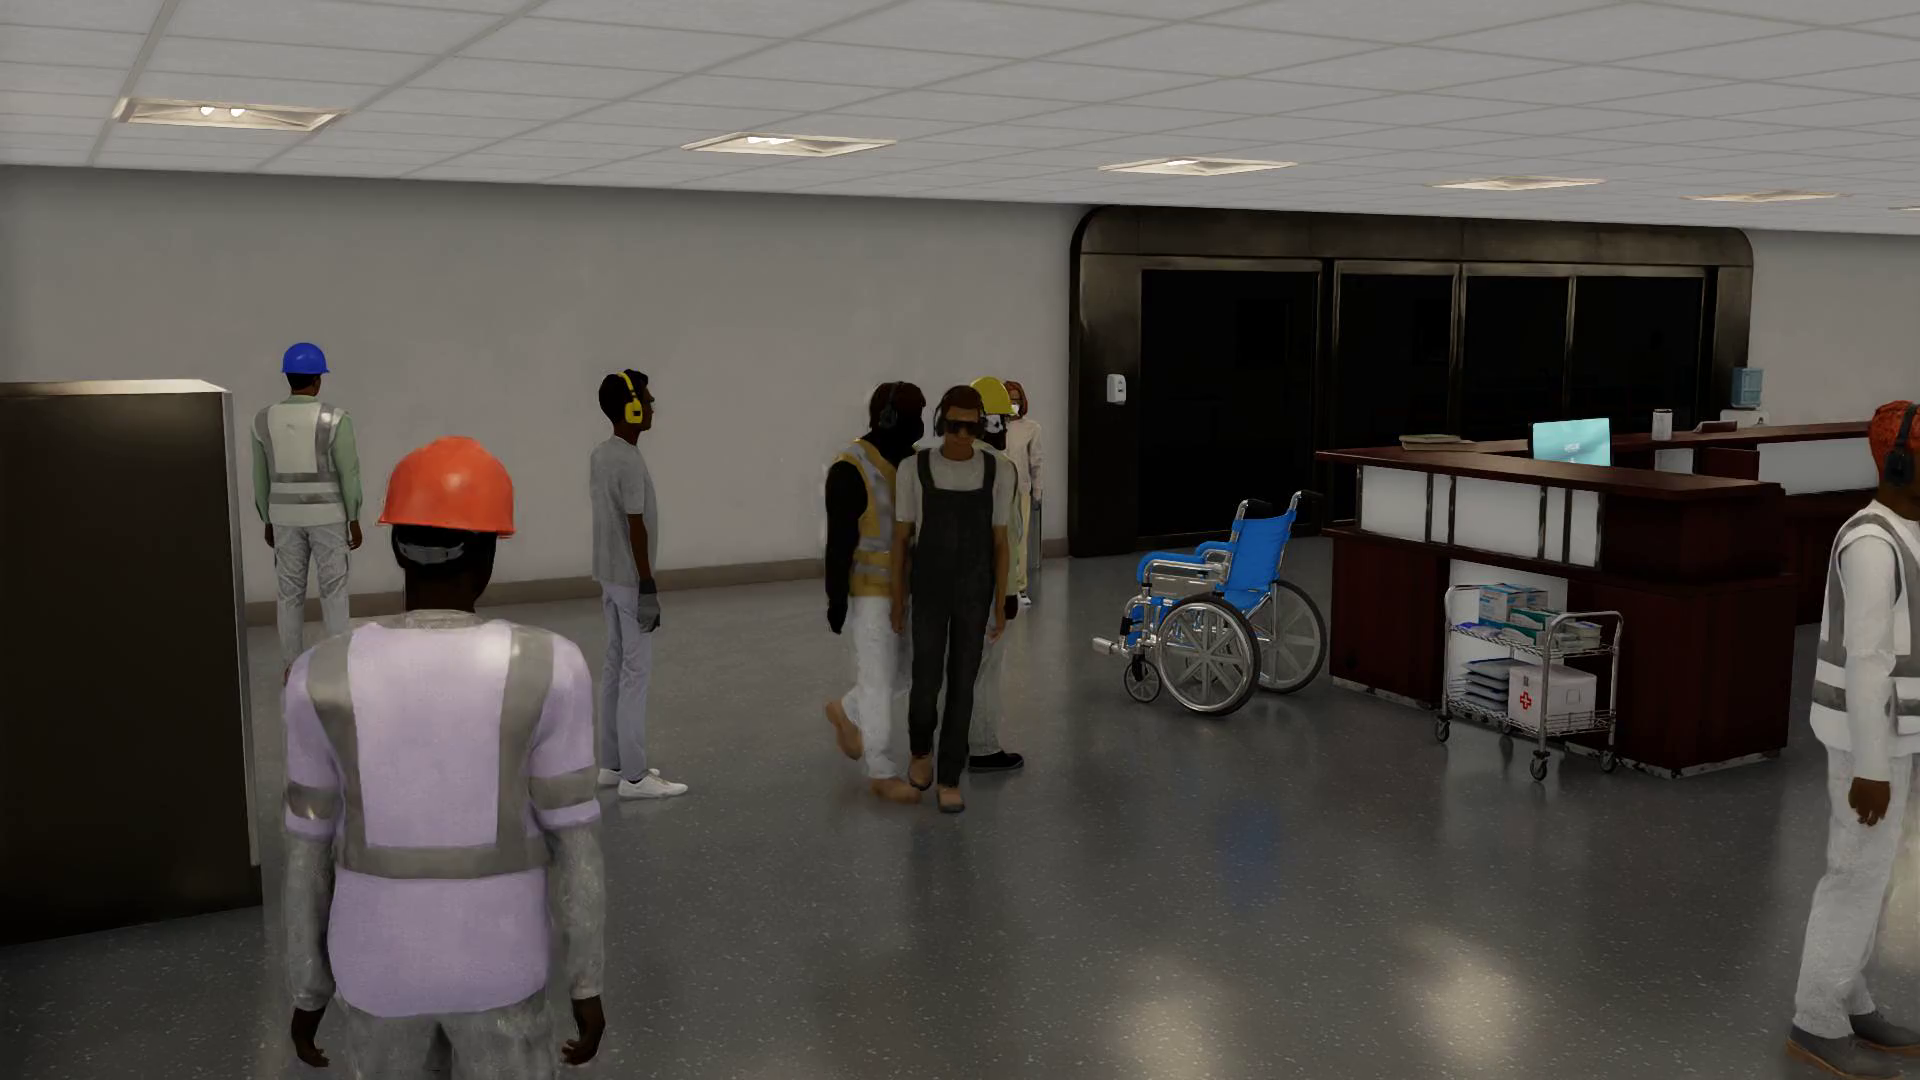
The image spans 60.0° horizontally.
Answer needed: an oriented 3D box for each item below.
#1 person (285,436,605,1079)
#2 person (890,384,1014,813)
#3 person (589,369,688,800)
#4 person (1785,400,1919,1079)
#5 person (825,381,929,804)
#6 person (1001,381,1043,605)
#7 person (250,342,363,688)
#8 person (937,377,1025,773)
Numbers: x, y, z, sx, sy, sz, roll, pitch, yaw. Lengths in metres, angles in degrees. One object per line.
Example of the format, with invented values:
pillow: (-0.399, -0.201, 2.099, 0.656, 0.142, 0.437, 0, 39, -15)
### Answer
person: (-0.930, 0.775, 2.971, 0.572, 1.910, 0.703, -1, 8, -7)
person: (-0.035, 0.244, 7.083, 0.514, 1.822, 0.443, -1, 8, -11)
person: (-1.435, 0.193, 7.279, 0.326, 1.876, 0.518, -5, 9, -31)
person: (2.560, 0.555, 4.638, 0.338, 1.885, 0.584, 5, 10, 34)
person: (-0.368, 0.204, 7.372, 0.649, 1.828, 0.653, 6, 10, 39)
person: (0.350, -0.333, 12.002, 0.504, 1.628, 0.285, -1, 8, -7)
person: (-3.647, -0.129, 9.344, 0.602, 1.948, 0.385, 1, 8, 4)
person: (0.091, 0.160, 7.724, 0.404, 1.825, 0.595, -5, 9, -33)
